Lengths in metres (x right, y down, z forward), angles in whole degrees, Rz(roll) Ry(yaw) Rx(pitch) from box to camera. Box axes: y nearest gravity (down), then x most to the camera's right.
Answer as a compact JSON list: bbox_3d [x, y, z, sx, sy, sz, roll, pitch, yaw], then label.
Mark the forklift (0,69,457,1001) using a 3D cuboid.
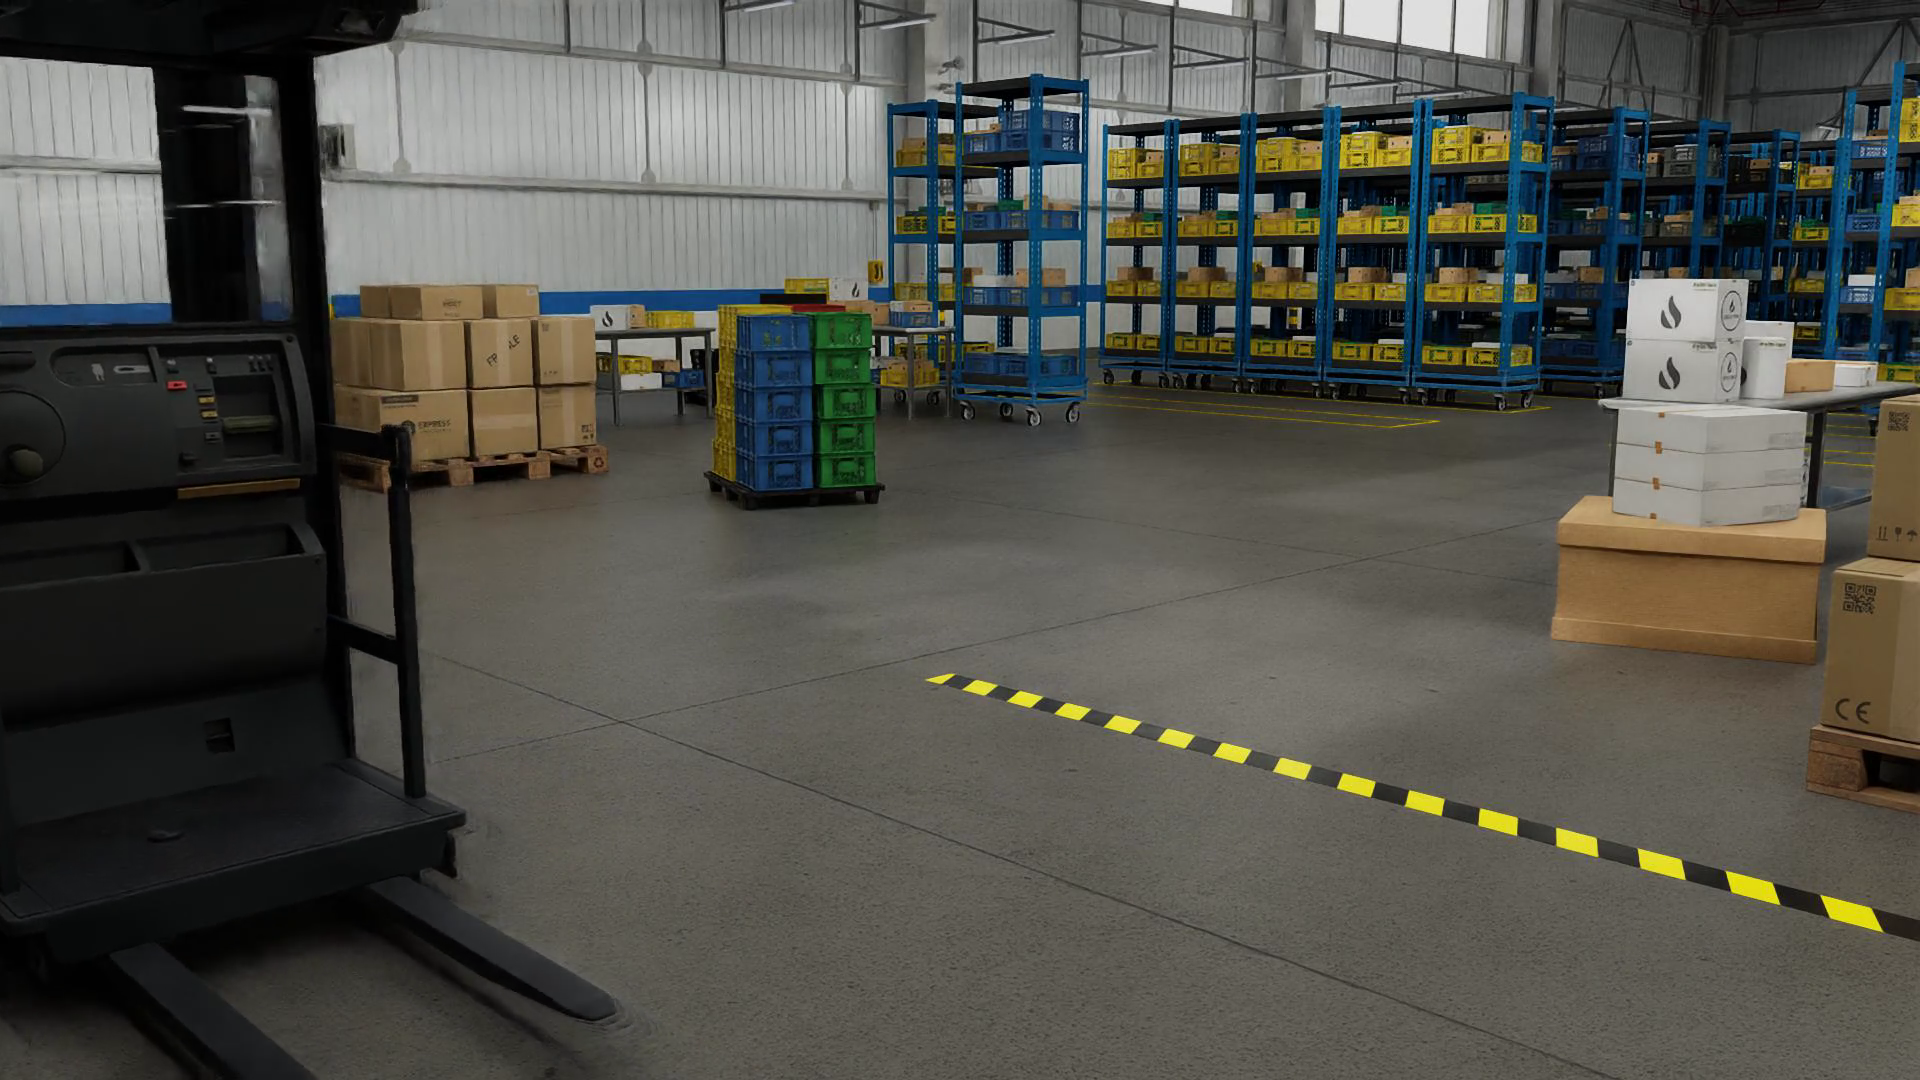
[{"bbox_3d":[-2.410,-0.490,4.558,1.129,2.768,1.873,-9,13,-43],"label":"forklift"}]
